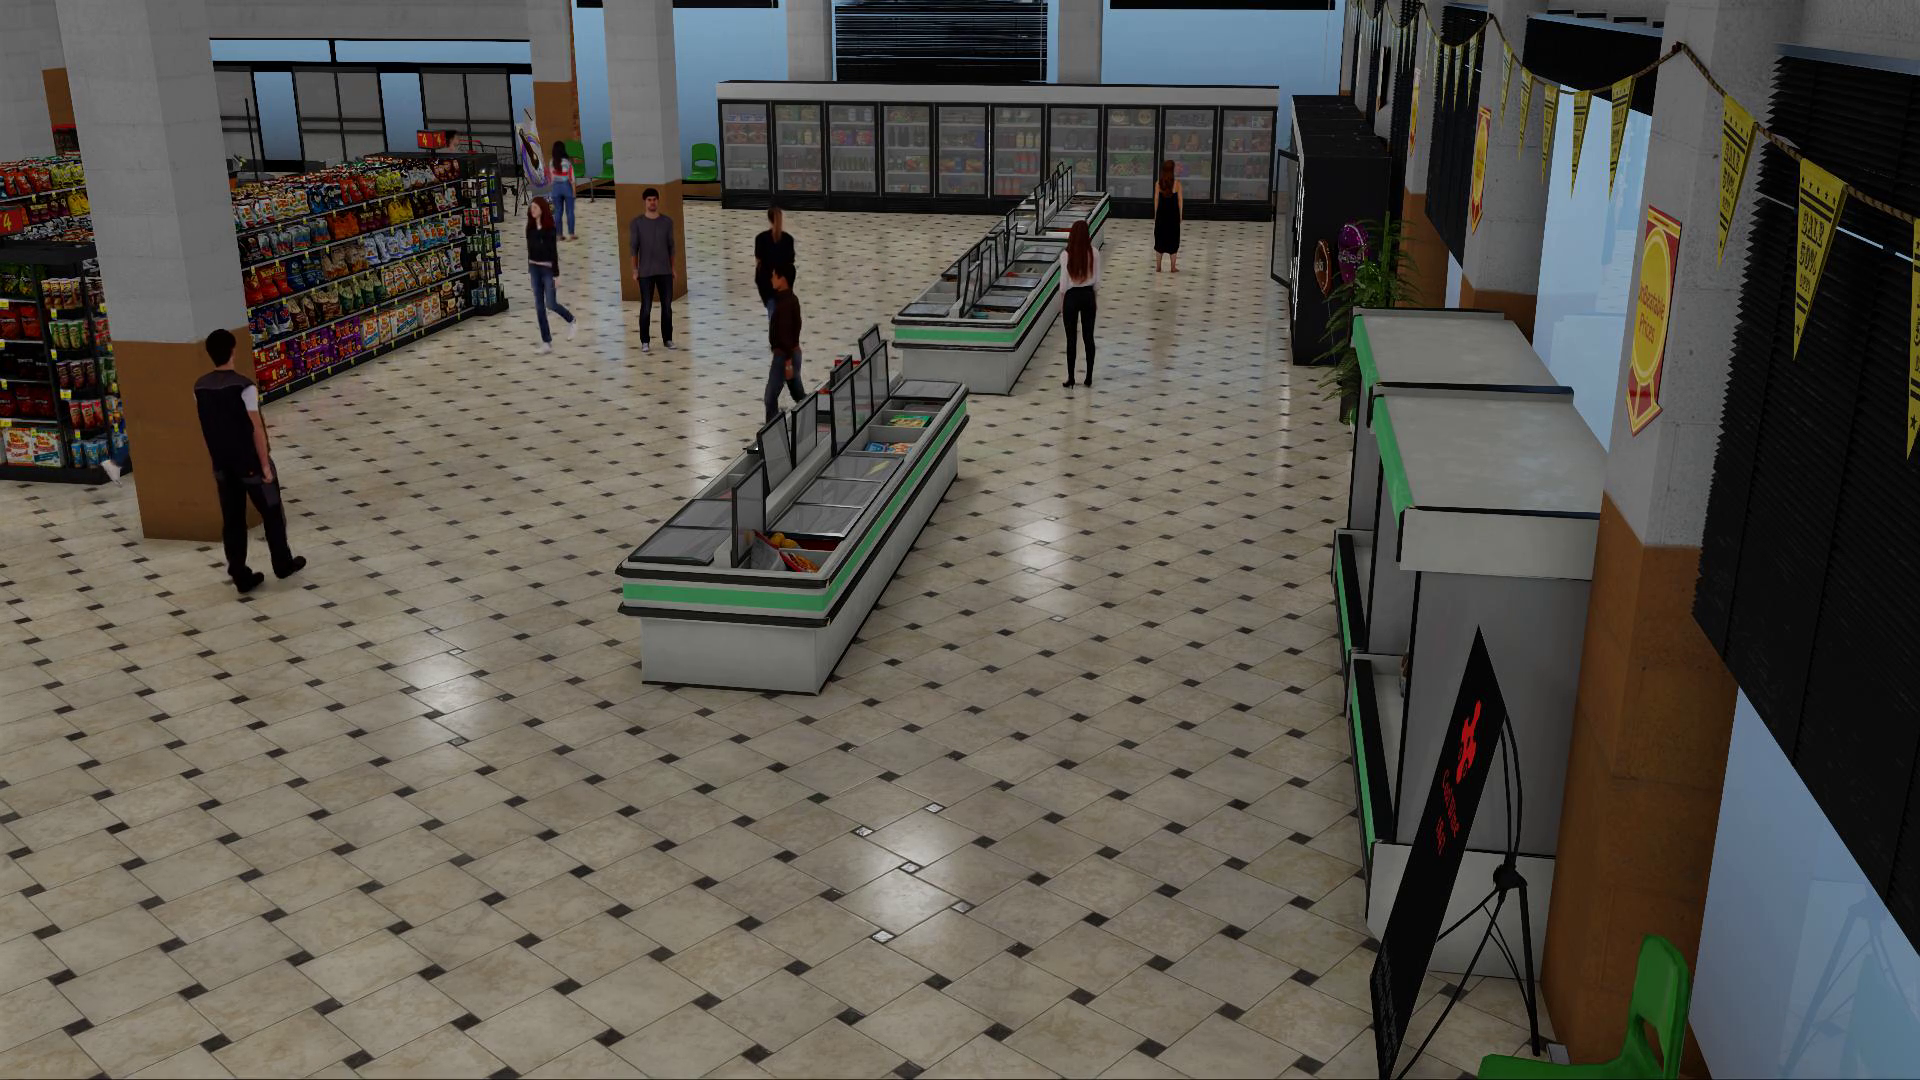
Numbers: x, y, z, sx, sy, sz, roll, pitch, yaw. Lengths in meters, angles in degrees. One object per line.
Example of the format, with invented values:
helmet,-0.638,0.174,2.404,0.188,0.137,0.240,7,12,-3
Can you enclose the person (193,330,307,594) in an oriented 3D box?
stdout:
person,-5.023,-0.514,11.487,0.685,1.840,0.795,3,19,9

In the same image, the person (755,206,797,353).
person,-2.090,-2.939,18.950,0.768,1.667,0.837,-6,19,-16

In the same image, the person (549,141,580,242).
person,-6.544,-5.747,27.363,0.597,1.612,0.500,3,19,8

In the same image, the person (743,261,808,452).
person,-1.447,-1.584,14.811,0.847,1.744,1.125,0,19,1

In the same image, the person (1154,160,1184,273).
person,3.042,-4.747,24.378,0.580,1.625,0.585,5,19,15

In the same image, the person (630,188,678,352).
person,-3.533,-3.129,19.222,0.746,1.853,0.755,-8,20,-24

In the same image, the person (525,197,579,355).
person,-4.701,-3.030,19.053,0.749,1.773,0.971,10,21,27

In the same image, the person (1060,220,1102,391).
person,1.246,-2.457,17.377,0.660,1.759,0.643,-5,19,-14
